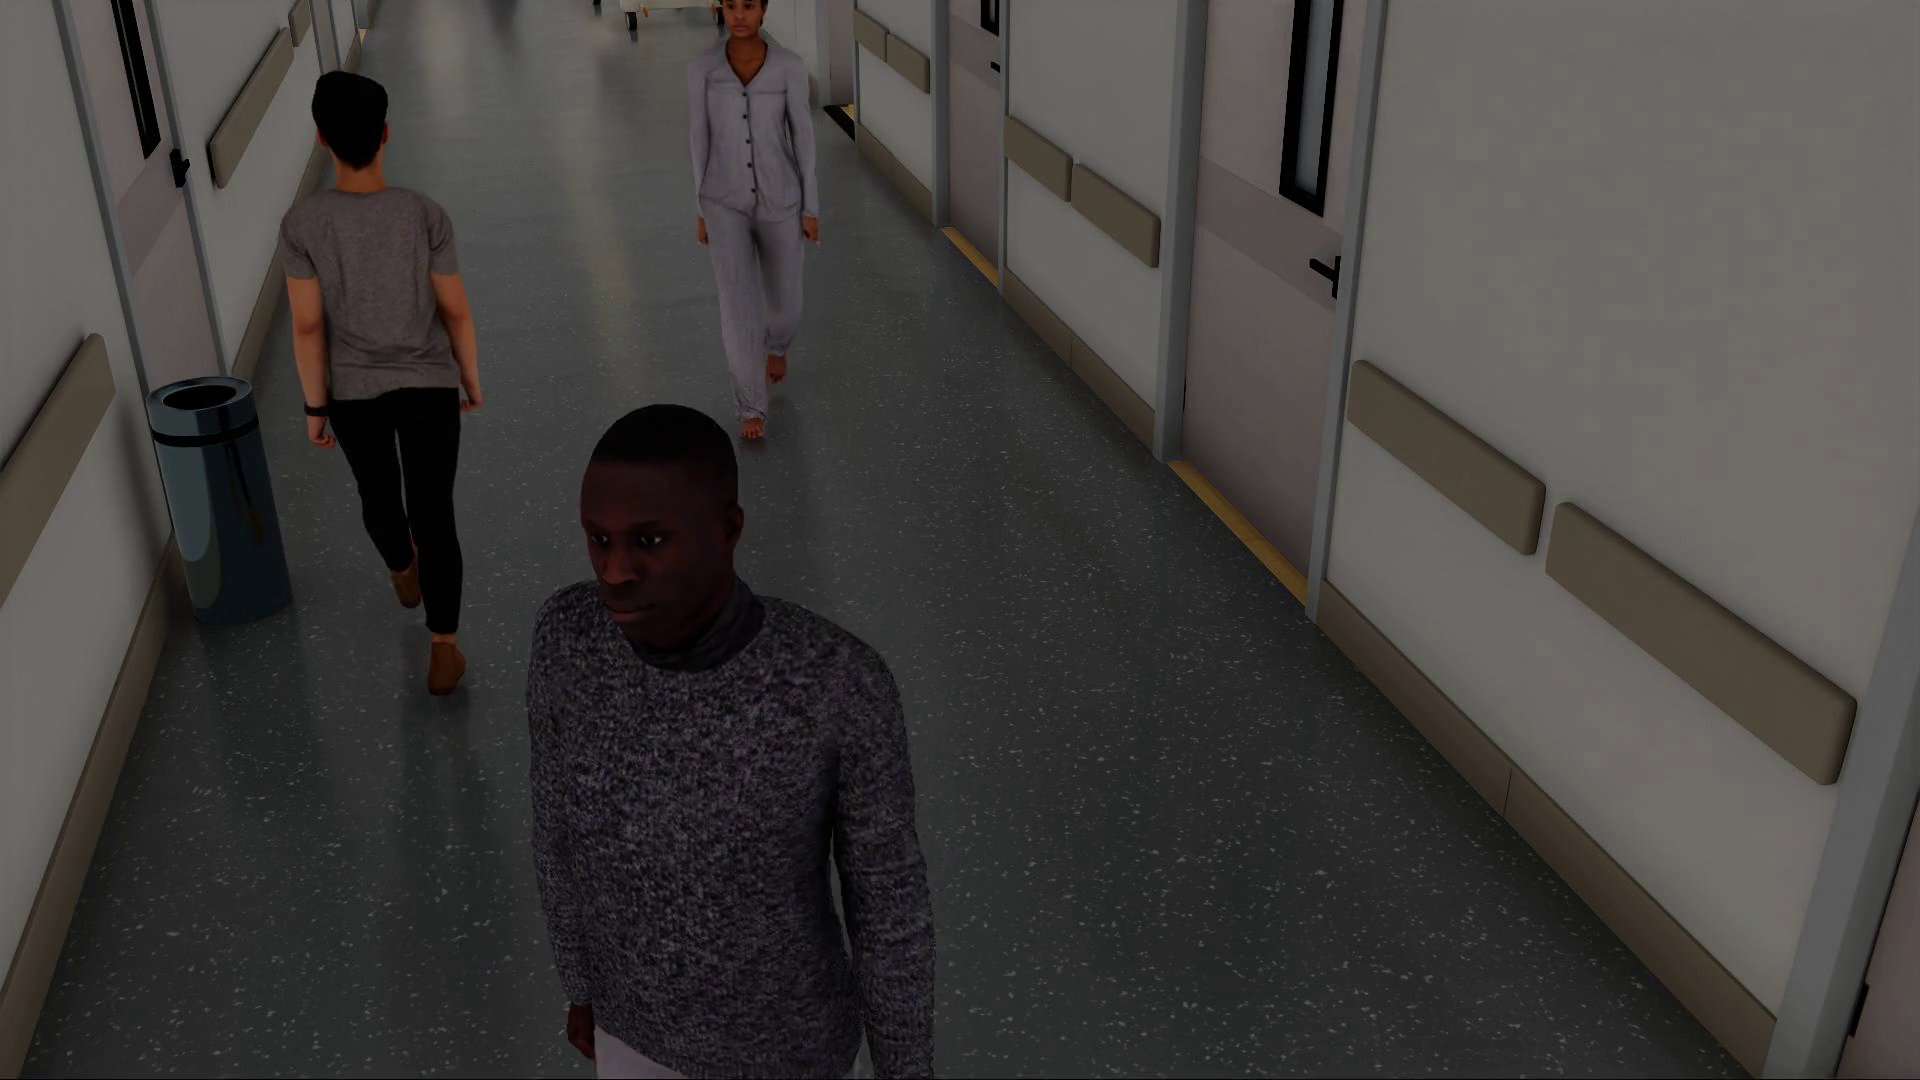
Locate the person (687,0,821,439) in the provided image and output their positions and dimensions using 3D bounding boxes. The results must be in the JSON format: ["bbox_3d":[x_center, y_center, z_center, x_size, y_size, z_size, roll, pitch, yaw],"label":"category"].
[{"bbox_3d":[-0.798,-1.325,6.521,1.079,1.707,0.823,-2,26,-5],"label":"person"}]

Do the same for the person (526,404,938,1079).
[{"bbox_3d":[-0.287,0.629,2.354,1.083,1.807,1.054,4,26,9],"label":"person"}]

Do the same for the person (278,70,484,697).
[{"bbox_3d":[-1.560,-0.373,4.579,1.041,1.679,0.690,-6,26,-12],"label":"person"}]
